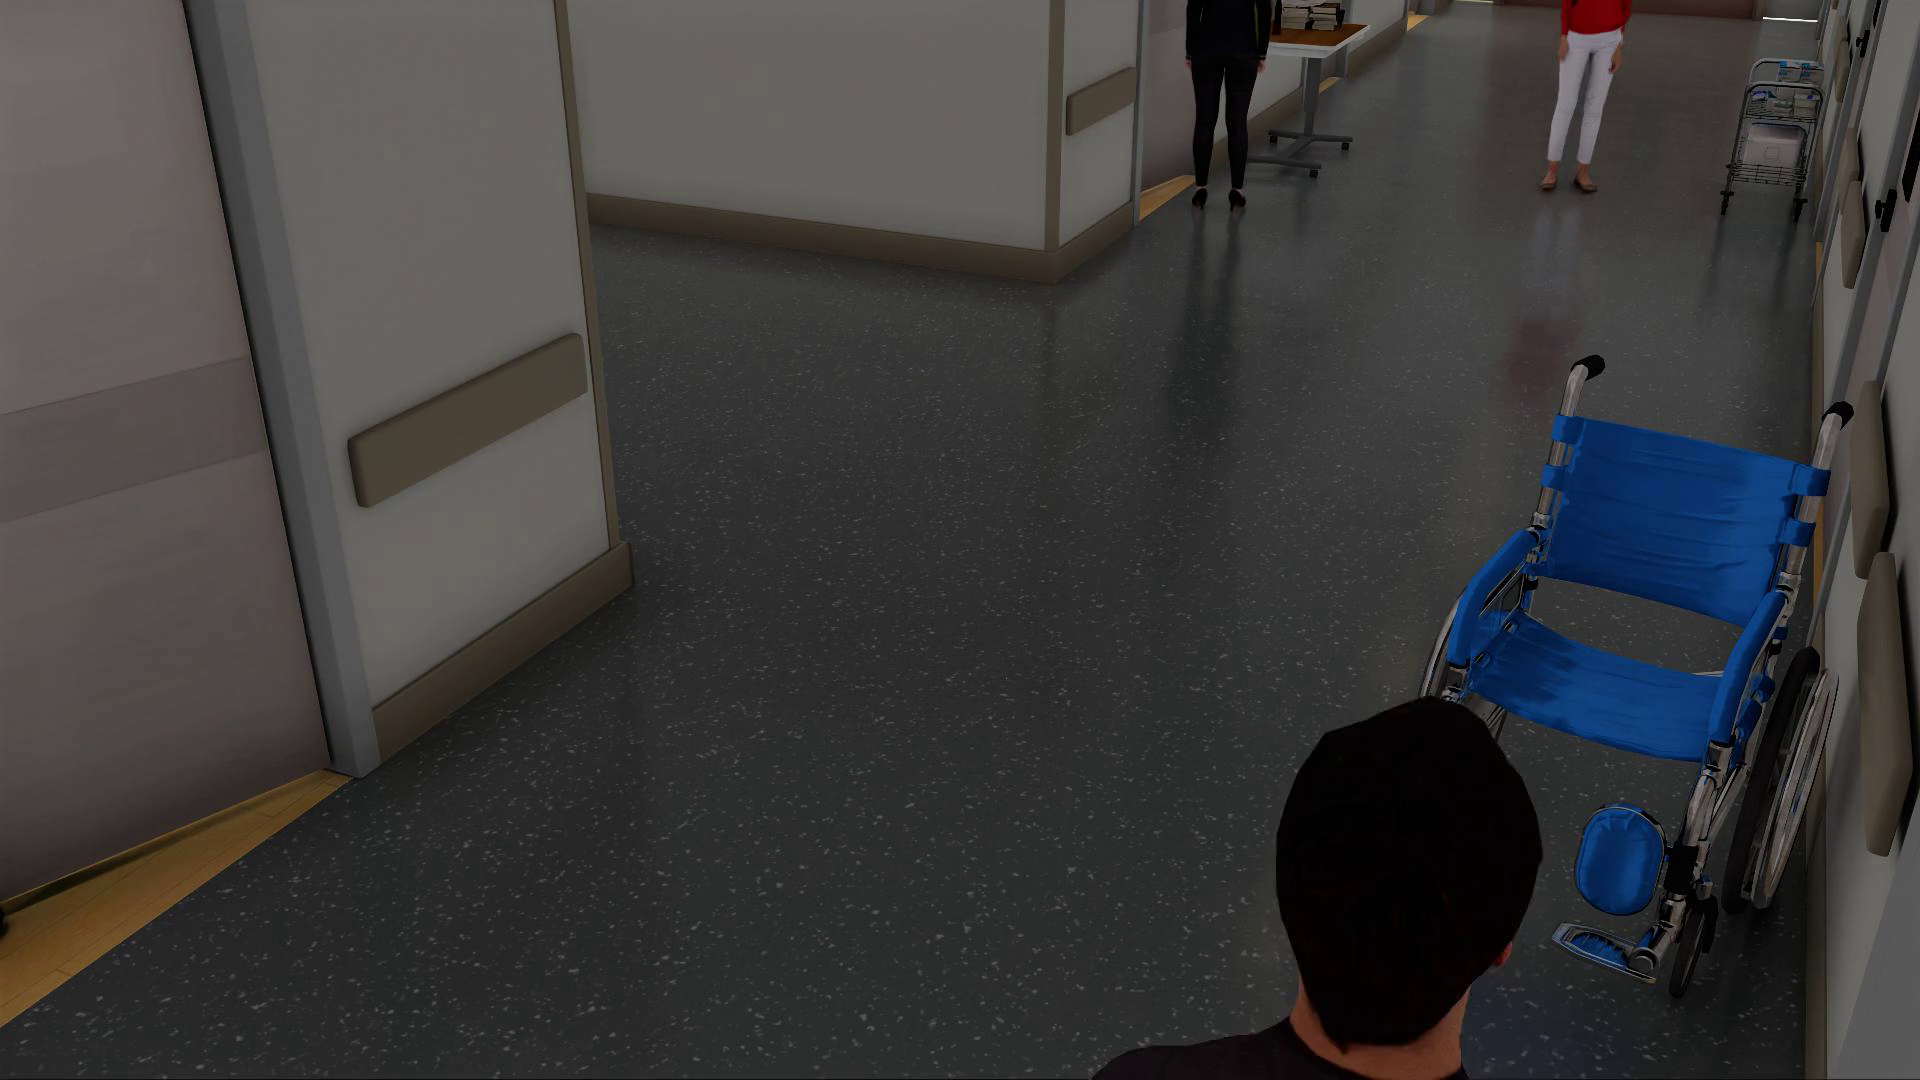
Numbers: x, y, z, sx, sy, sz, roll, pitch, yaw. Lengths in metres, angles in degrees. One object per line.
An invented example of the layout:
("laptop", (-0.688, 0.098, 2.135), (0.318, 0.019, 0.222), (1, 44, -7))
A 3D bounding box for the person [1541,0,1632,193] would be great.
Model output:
("person", (3.727, -2.929, 9.824), (0.610, 1.694, 0.630), (4, 26, 7))

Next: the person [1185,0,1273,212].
("person", (1.493, -2.709, 9.379), (0.674, 1.684, 0.636), (4, 26, 9))

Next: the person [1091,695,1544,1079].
("person", (0.279, 1.011, 1.486), (0.694, 1.839, 0.727), (7, 27, 15))
